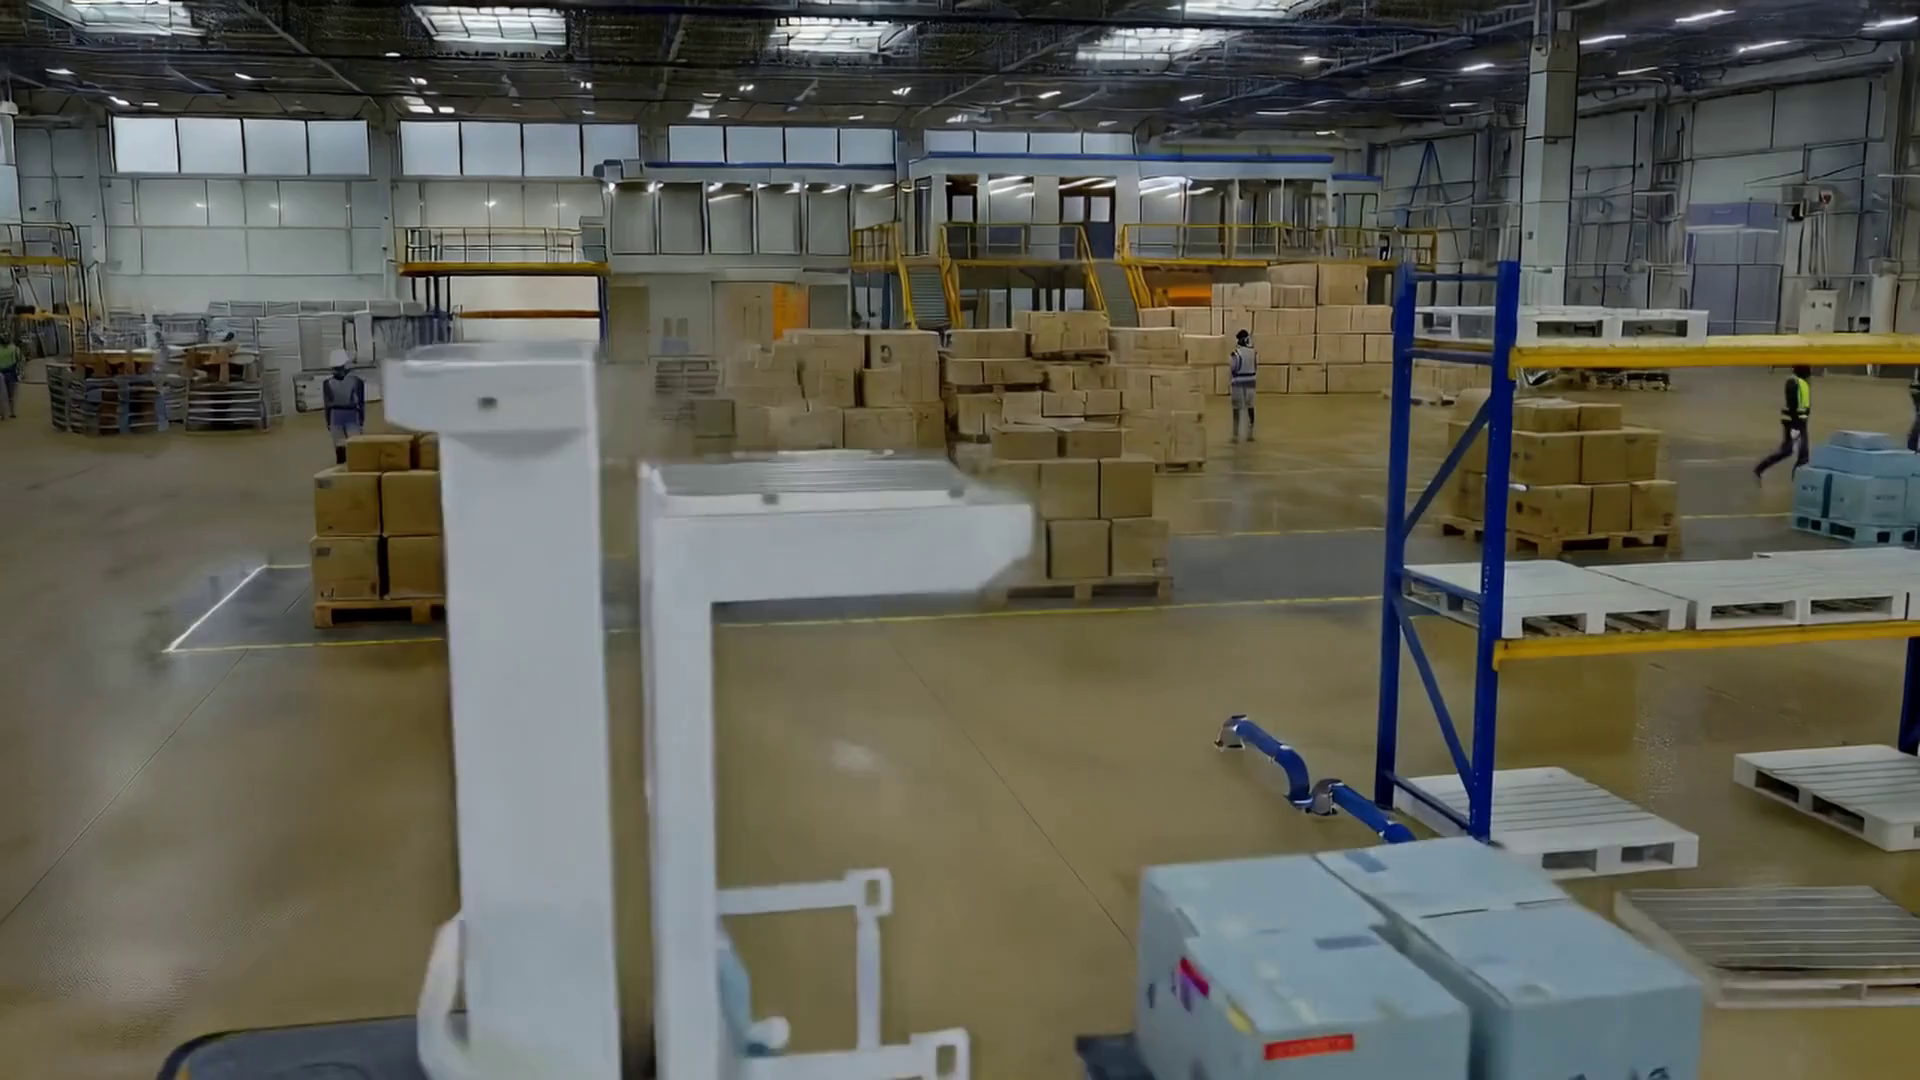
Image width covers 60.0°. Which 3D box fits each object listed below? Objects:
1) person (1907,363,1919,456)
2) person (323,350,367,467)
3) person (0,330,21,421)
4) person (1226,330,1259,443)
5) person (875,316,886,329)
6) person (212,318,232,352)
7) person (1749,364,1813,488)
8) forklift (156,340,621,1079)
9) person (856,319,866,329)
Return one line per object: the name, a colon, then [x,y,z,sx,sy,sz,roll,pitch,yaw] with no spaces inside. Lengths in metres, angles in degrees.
person: [15.384,-2.261,26.479,0.491,1.867,0.615,3,10,18]
person: [-8.108,-1.548,21.982,0.575,1.915,0.734,0,9,-2]
person: [-18.886,-3.268,32.852,0.593,1.803,0.879,-5,10,-26]
person: [4.842,-2.633,28.554,0.601,1.939,0.414,-4,10,-21]
person: [-1.890,-4.305,38.913,0.540,1.867,1.039,6,11,33]
person: [-18.701,-4.760,42.183,0.493,1.711,0.810,-2,10,-13]
person: [11.072,-1.554,22.210,0.581,1.860,0.776,-9,13,-43]
forklift: [-0.972,0.949,3.841,1.873,2.768,1.129,-2,10,-12]
person: [-2.194,-3.951,36.795,1.024,1.859,0.595,9,13,43]
